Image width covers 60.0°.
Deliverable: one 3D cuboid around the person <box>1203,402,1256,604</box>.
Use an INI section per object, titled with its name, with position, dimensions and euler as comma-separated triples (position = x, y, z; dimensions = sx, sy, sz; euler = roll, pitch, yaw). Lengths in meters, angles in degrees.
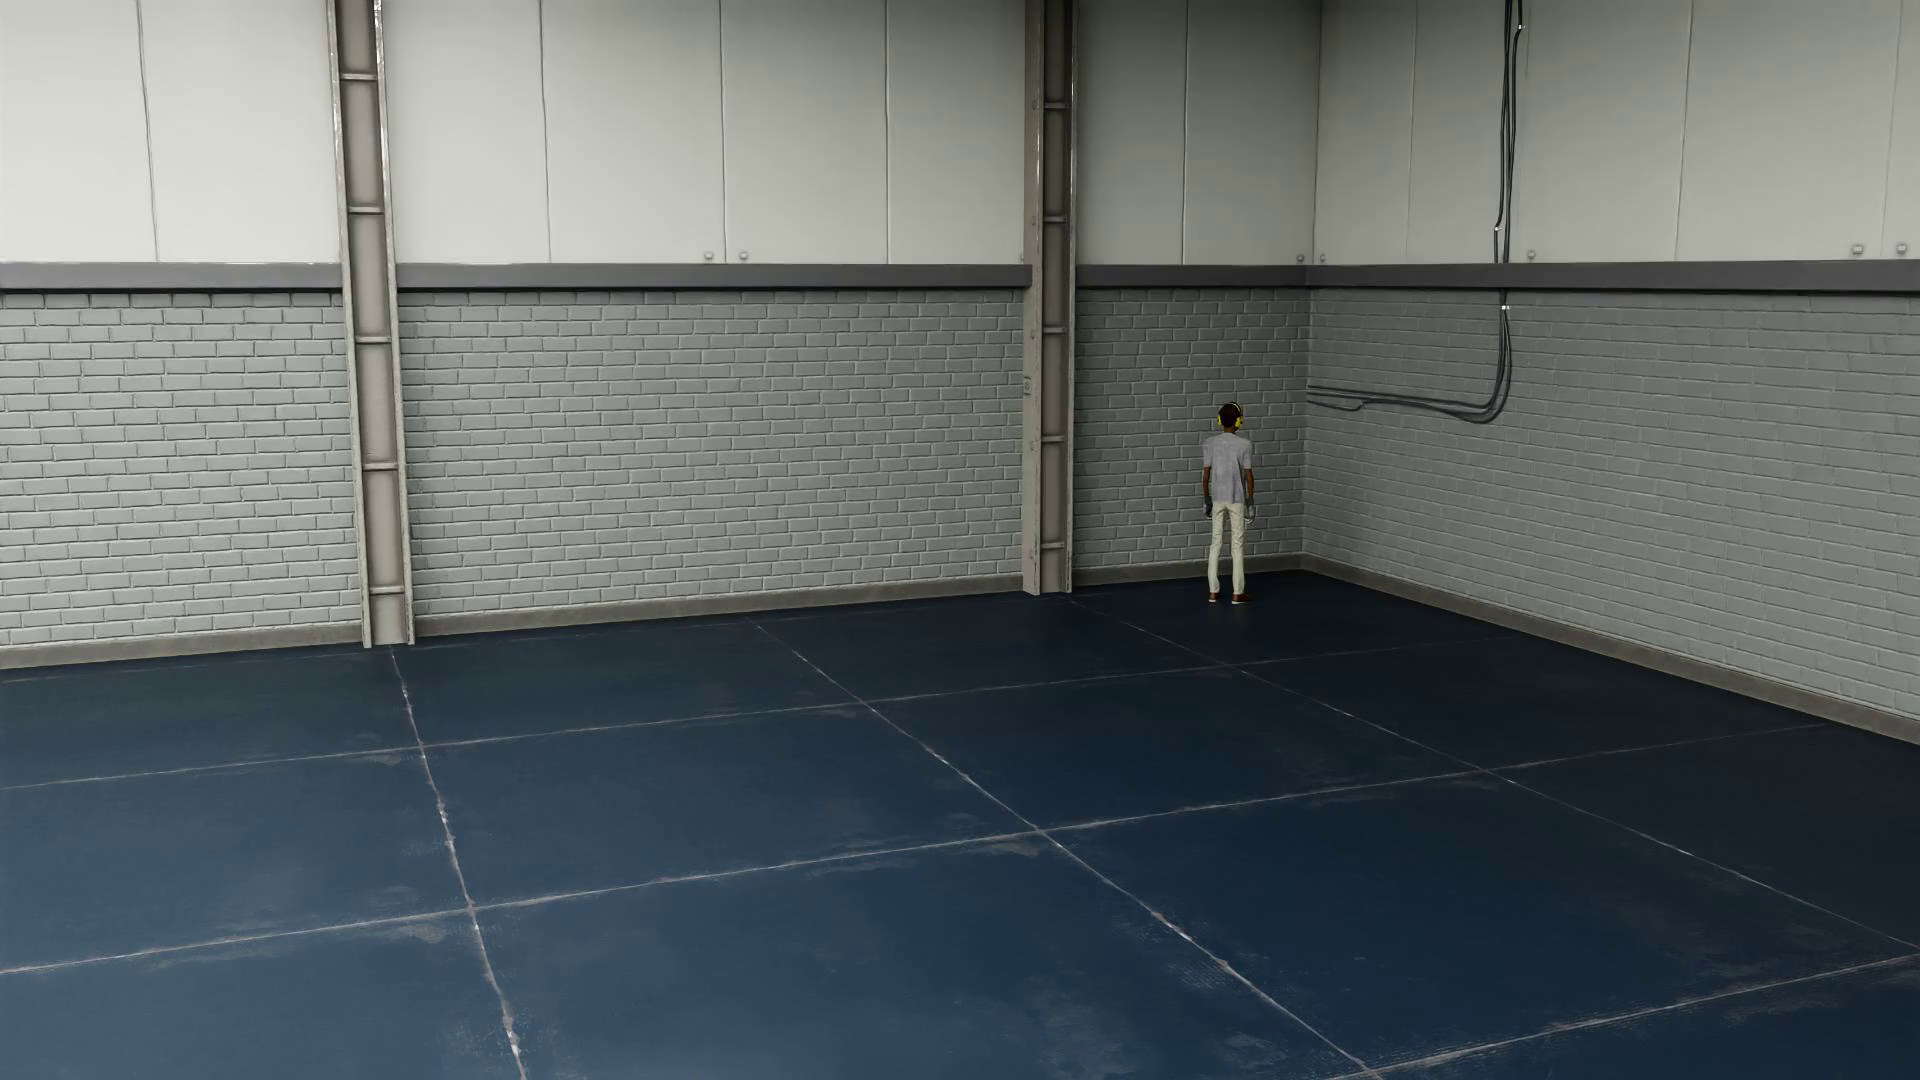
[person]
position = 2.495, -0.342, 15.398
dimensions = 0.510, 1.872, 0.328
euler = 5, 10, 28
